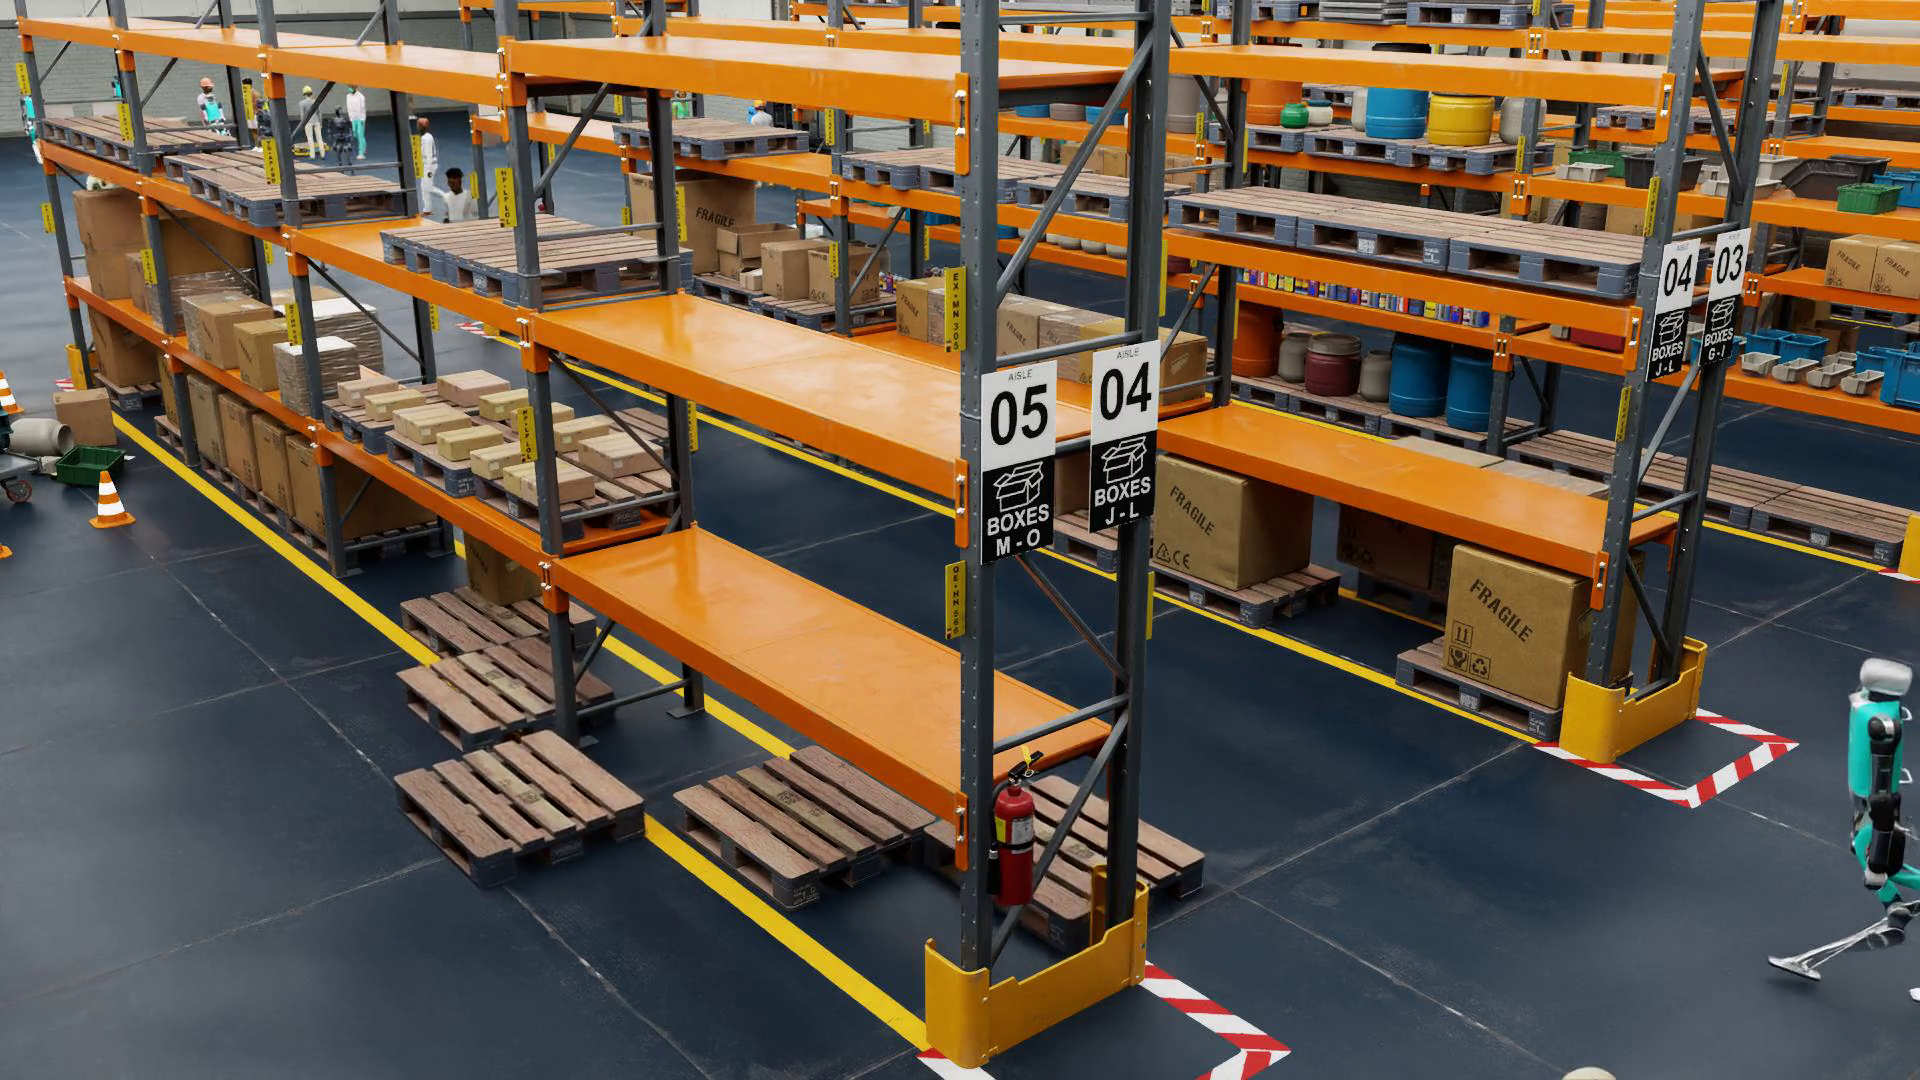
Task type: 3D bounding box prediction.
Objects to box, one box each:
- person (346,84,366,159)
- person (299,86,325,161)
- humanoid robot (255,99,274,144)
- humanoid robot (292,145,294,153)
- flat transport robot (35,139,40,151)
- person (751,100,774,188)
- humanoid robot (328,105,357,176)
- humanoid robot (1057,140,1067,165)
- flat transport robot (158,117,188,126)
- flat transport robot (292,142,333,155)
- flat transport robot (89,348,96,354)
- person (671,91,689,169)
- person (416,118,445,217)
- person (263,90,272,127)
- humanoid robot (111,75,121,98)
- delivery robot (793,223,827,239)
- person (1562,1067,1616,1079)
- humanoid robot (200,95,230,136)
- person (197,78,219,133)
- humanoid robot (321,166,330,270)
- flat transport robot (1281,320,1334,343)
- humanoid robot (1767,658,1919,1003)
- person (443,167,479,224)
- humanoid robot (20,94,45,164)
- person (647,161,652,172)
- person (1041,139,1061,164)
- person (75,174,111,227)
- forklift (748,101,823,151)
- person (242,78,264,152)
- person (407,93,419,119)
[{"bbox_3d":[-14.825,-10.351,40.953,0.488,1.896,0.512,3,20,9],"label":"person"},{"bbox_3d":[-15.856,-10.182,40.657,0.532,1.766,0.324,-16,25,-39],"label":"person"},{"bbox_3d":[-16.149,-9.399,38.629,0.747,1.628,0.616,3,20,8],"label":"humanoid robot"},{"bbox_3d":[-14.335,-8.248,35.280,0.347,1.641,0.592,-2,19,-5],"label":"humanoid robot"},{"bbox_3d":[-23.639,-10.256,43.124,0.659,0.231,1.431,-10,22,-26],"label":"flat transport robot"},{"bbox_3d":[-4.246,-8.512,35.724,0.569,1.889,0.389,-11,22,-29],"label":"person"},{"bbox_3d":[-13.675,-8.793,36.827,0.613,1.644,0.441,-2,19,-6],"label":"humanoid robot"},{"bbox_3d":[2.107,-7.599,33.391,0.821,1.797,0.542,-15,24,-37],"label":"humanoid robot"},{"bbox_3d":[-19.561,-9.613,41.293,1.431,0.231,0.659,-7,21,-20],"label":"flat transport robot"},{"bbox_3d":[-16.536,-9.888,42.076,0.659,0.231,1.431,3,20,9],"label":"flat transport robot"},{"bbox_3d":[-10.076,-2.397,20.757,1.431,0.231,0.659,-10,22,-26],"label":"flat transport robot"},{"bbox_3d":[-6.381,-9.416,38.161,0.408,1.979,0.482,12,23,31],"label":"person"},{"bbox_3d":[-10.104,-7.115,31.782,0.666,1.868,0.587,-8,21,-21],"label":"person"},{"bbox_3d":[-18.565,-11.577,44.744,0.322,1.691,0.530,-7,21,-20],"label":"person"},{"bbox_3d":[-22.510,-11.544,44.579,0.546,1.769,0.921,3,20,9],"label":"humanoid robot"},{"bbox_3d":[-2.631,-5.116,28.095,0.811,0.614,0.499,-16,25,-38],"label":"delivery robot"},{"bbox_3d":[1.741,2.353,4.931,0.377,1.797,0.603,-17,26,-40],"label":"person"},{"bbox_3d":[-17.085,-9.424,38.545,1.005,1.719,0.540,11,22,29],"label":"humanoid robot"},{"bbox_3d":[-17.769,-9.920,39.496,0.374,2.044,0.604,1,19,4],"label":"person"},{"bbox_3d":[-10.055,-5.130,26.489,0.589,1.625,0.785,1,19,4],"label":"humanoid robot"},{"bbox_3d":[4.153,-2.634,21.433,0.659,0.231,1.431,-14,24,-34],"label":"flat transport robot"},{"bbox_3d":[4.461,1.420,7.746,1.054,1.746,0.538,6,20,18],"label":"humanoid robot"},{"bbox_3d":[-7.128,-4.295,23.629,0.644,1.941,0.715,9,21,25],"label":"person"},{"bbox_3d":[-22.223,-9.919,39.990,0.548,1.796,0.924,-11,22,-29],"label":"humanoid robot"},{"bbox_3d":[-6.059,-7.619,33.414,0.468,1.734,0.324,-3,20,-8],"label":"person"},{"bbox_3d":[1.691,-6.894,31.304,0.401,1.760,0.538,-2,19,-4],"label":"person"},{"bbox_3d":[-15.758,-6.571,30.252,0.537,1.850,0.878,6,20,17],"label":"person"},{"bbox_3d":[-4.526,-11.368,42.374,1.129,2.768,1.873,-15,24,-37],"label":"forklift"},{"bbox_3d":[-17.990,-10.834,42.402,0.788,1.843,0.419,10,22,26],"label":"person"},{"bbox_3d":[-16.947,-13.804,50.823,0.517,1.854,0.571,15,24,36],"label":"person"}]
